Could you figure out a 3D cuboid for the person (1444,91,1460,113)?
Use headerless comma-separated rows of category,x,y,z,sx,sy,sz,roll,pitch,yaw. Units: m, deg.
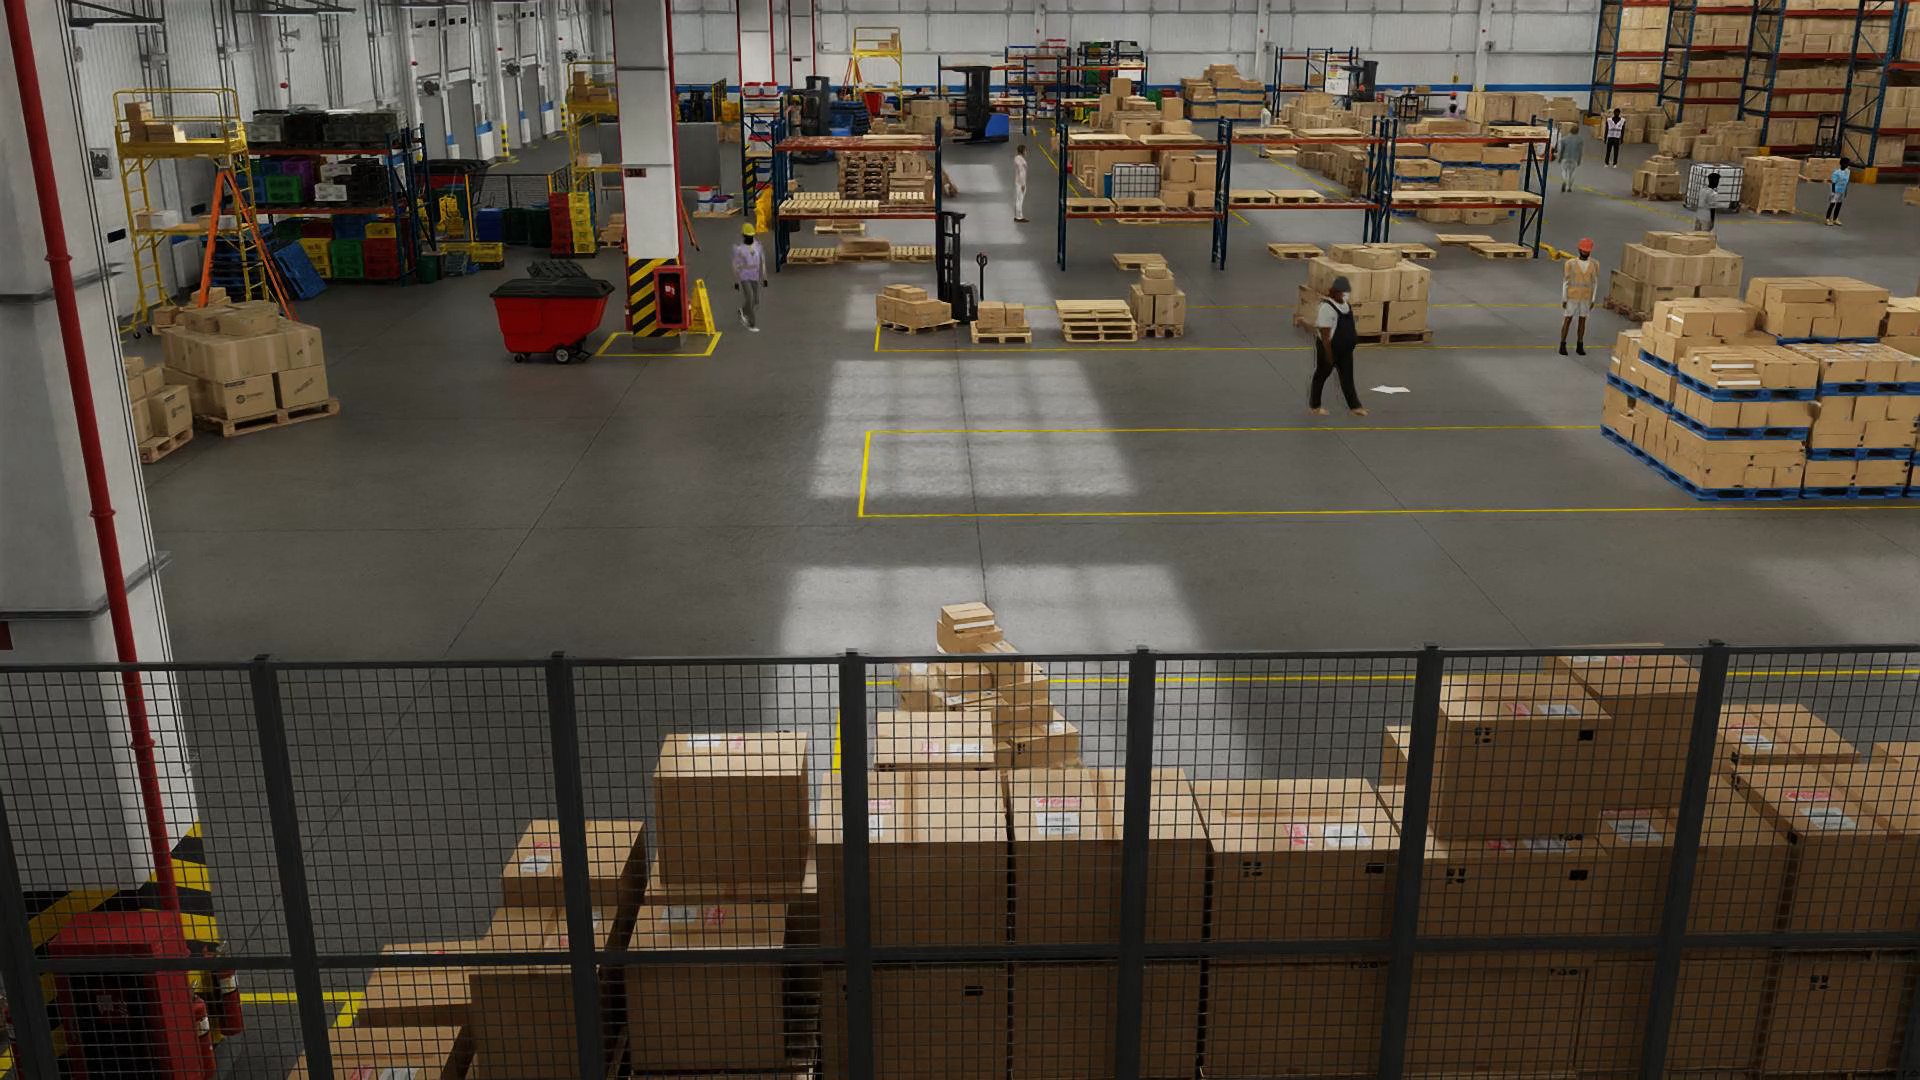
person,18.434,-15.875,62.441,0.567,1.925,0.601,8,20,22

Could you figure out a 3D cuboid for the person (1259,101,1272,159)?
person,10.504,-14.118,57.203,0.356,1.938,0.633,0,19,-1

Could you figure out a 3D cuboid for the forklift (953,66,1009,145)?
forklift,0.809,-16.239,62.045,1.873,2.768,1.129,-10,21,-26

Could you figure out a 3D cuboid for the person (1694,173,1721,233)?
person,16.094,-6.937,35.882,0.383,1.957,0.606,-2,19,-6

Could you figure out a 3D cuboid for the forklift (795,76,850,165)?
forklift,-4.706,-14.034,55.504,1.873,2.768,1.129,-16,24,-39

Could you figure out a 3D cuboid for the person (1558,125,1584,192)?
person,17.601,-10.985,47.937,0.649,1.922,0.551,7,20,20

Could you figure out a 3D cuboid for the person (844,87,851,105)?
person,-4.613,-17.681,68.151,0.321,1.694,0.529,-6,20,-18

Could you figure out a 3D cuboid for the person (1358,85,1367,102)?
person,15.834,-16.872,65.382,1.016,1.949,0.618,7,20,20

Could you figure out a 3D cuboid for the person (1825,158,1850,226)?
person,21.911,-8.684,41.471,0.530,1.689,0.321,-8,20,-23

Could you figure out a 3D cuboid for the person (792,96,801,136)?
person,-5.980,-15.202,60.513,0.947,1.890,0.598,3,19,8

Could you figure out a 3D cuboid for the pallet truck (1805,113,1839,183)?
pallet truck,26.403,-11.957,50.702,0.823,1.965,1.885,6,19,16

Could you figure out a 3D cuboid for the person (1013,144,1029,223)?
person,1.532,-9.011,42.054,0.373,1.940,0.628,-4,19,-10

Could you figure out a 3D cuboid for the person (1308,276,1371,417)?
person,5.317,-2.678,23.110,0.979,2.000,0.698,16,25,40

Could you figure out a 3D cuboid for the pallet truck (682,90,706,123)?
pallet truck,-9.671,-15.907,62.421,0.823,1.965,1.885,5,19,15

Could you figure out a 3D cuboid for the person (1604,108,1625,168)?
person,21.339,-13.109,54.264,0.591,1.911,0.389,7,20,19

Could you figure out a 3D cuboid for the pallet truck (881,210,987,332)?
pallet truck,-0.493,-4.759,29.349,1.885,1.965,0.823,-13,23,-34

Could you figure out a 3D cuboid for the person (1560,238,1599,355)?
person,10.082,-3.958,27.090,0.540,1.929,0.391,1,19,4

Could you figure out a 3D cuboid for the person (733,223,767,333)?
person,-3.717,-4.609,29.050,0.593,1.902,0.691,-16,24,-39

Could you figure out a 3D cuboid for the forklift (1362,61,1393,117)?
forklift,16.187,-17.548,65.929,1.873,2.768,1.129,-1,19,-2

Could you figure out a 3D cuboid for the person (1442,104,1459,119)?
person,16.965,-14.073,57.257,0.661,1.811,0.833,-7,20,-20
